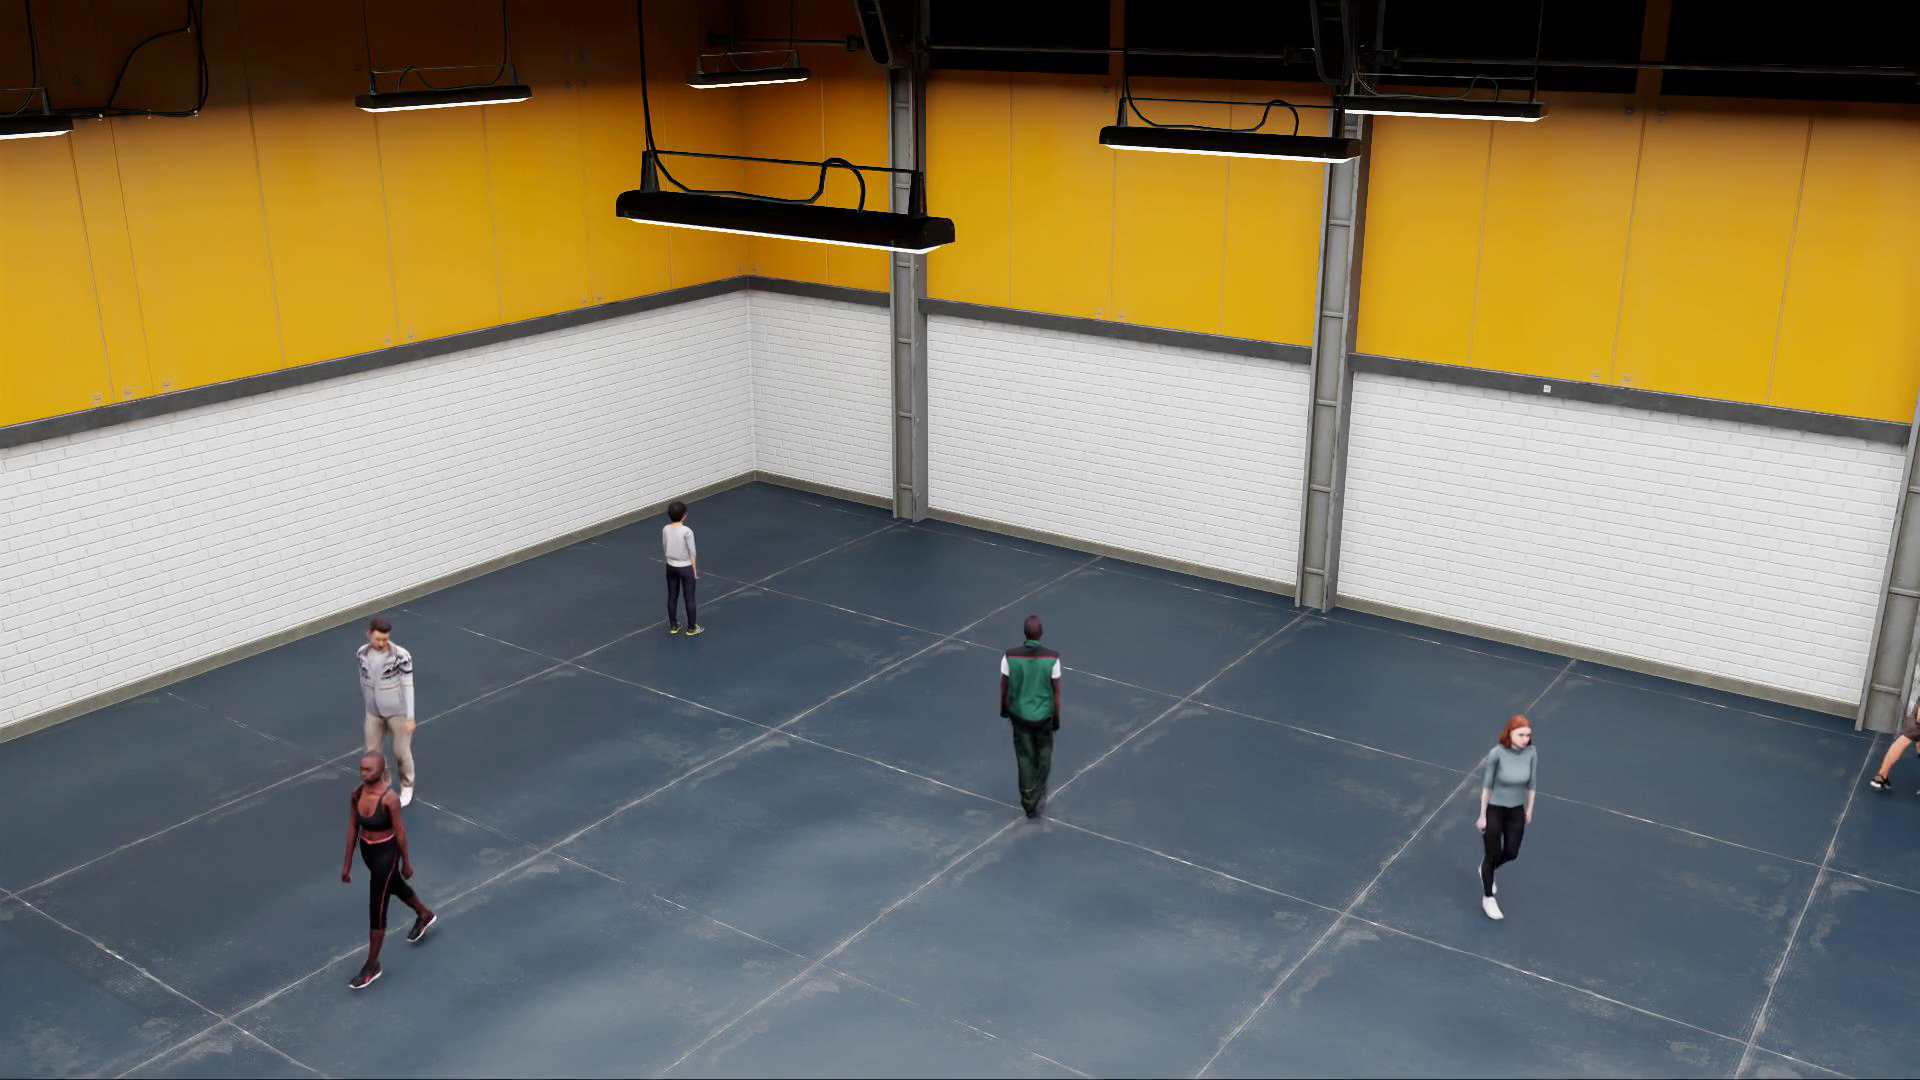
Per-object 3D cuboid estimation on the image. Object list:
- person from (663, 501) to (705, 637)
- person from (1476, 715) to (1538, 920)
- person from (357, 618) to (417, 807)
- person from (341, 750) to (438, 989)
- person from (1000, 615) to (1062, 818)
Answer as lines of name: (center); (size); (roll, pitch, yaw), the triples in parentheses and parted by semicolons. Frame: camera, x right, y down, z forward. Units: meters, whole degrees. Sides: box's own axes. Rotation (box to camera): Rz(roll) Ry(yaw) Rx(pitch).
person: (-3.161, 0.313, 18.757); (0.488, 1.552, 0.650); (8, 20, 21)
person: (4.239, 2.123, 13.108); (0.838, 1.727, 0.894); (-1, 19, -4)
person: (-5.092, 1.492, 14.821); (0.785, 1.828, 0.902); (7, 20, 20)
person: (-4.256, 2.354, 12.448); (1.179, 1.711, 0.800); (8, 20, 23)
person: (0.620, 1.576, 14.588); (0.951, 1.820, 0.981); (1, 19, 4)
